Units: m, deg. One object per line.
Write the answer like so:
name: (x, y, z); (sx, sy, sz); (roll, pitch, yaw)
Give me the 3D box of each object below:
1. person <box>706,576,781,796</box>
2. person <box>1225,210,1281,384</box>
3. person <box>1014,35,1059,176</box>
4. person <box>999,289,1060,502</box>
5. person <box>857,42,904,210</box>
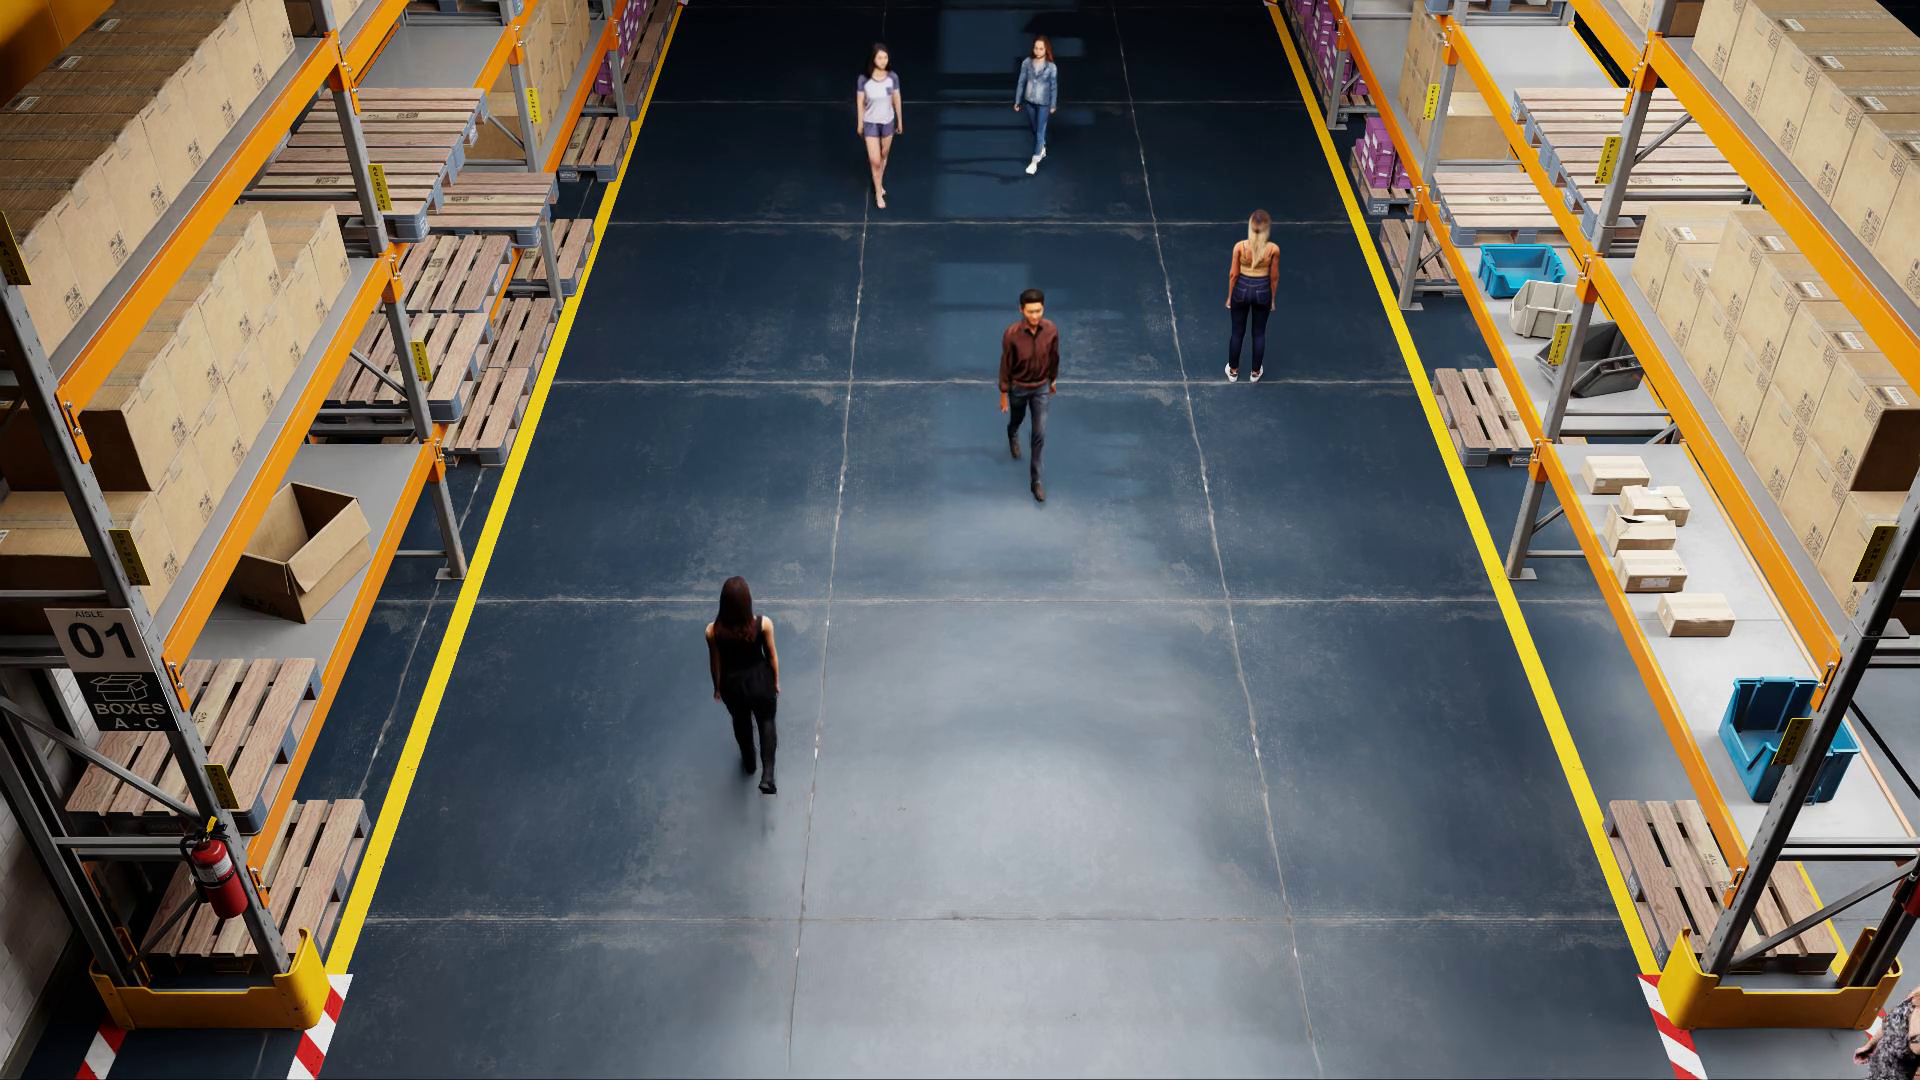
person: (-1.351, 0.969, 10.565); (0.693, 1.675, 0.954); (-8, 39, -9)
person: (2.535, -2.113, 14.462); (0.597, 1.627, 0.535); (4, 39, 6)
person: (0.863, -4.720, 17.869); (0.820, 1.449, 0.999); (18, 42, 22)
person: (0.514, -1.260, 13.302); (0.833, 1.741, 1.211); (-8, 39, -9)
person: (-0.863, -4.352, 17.216); (0.765, 1.688, 0.912); (-13, 40, -15)
